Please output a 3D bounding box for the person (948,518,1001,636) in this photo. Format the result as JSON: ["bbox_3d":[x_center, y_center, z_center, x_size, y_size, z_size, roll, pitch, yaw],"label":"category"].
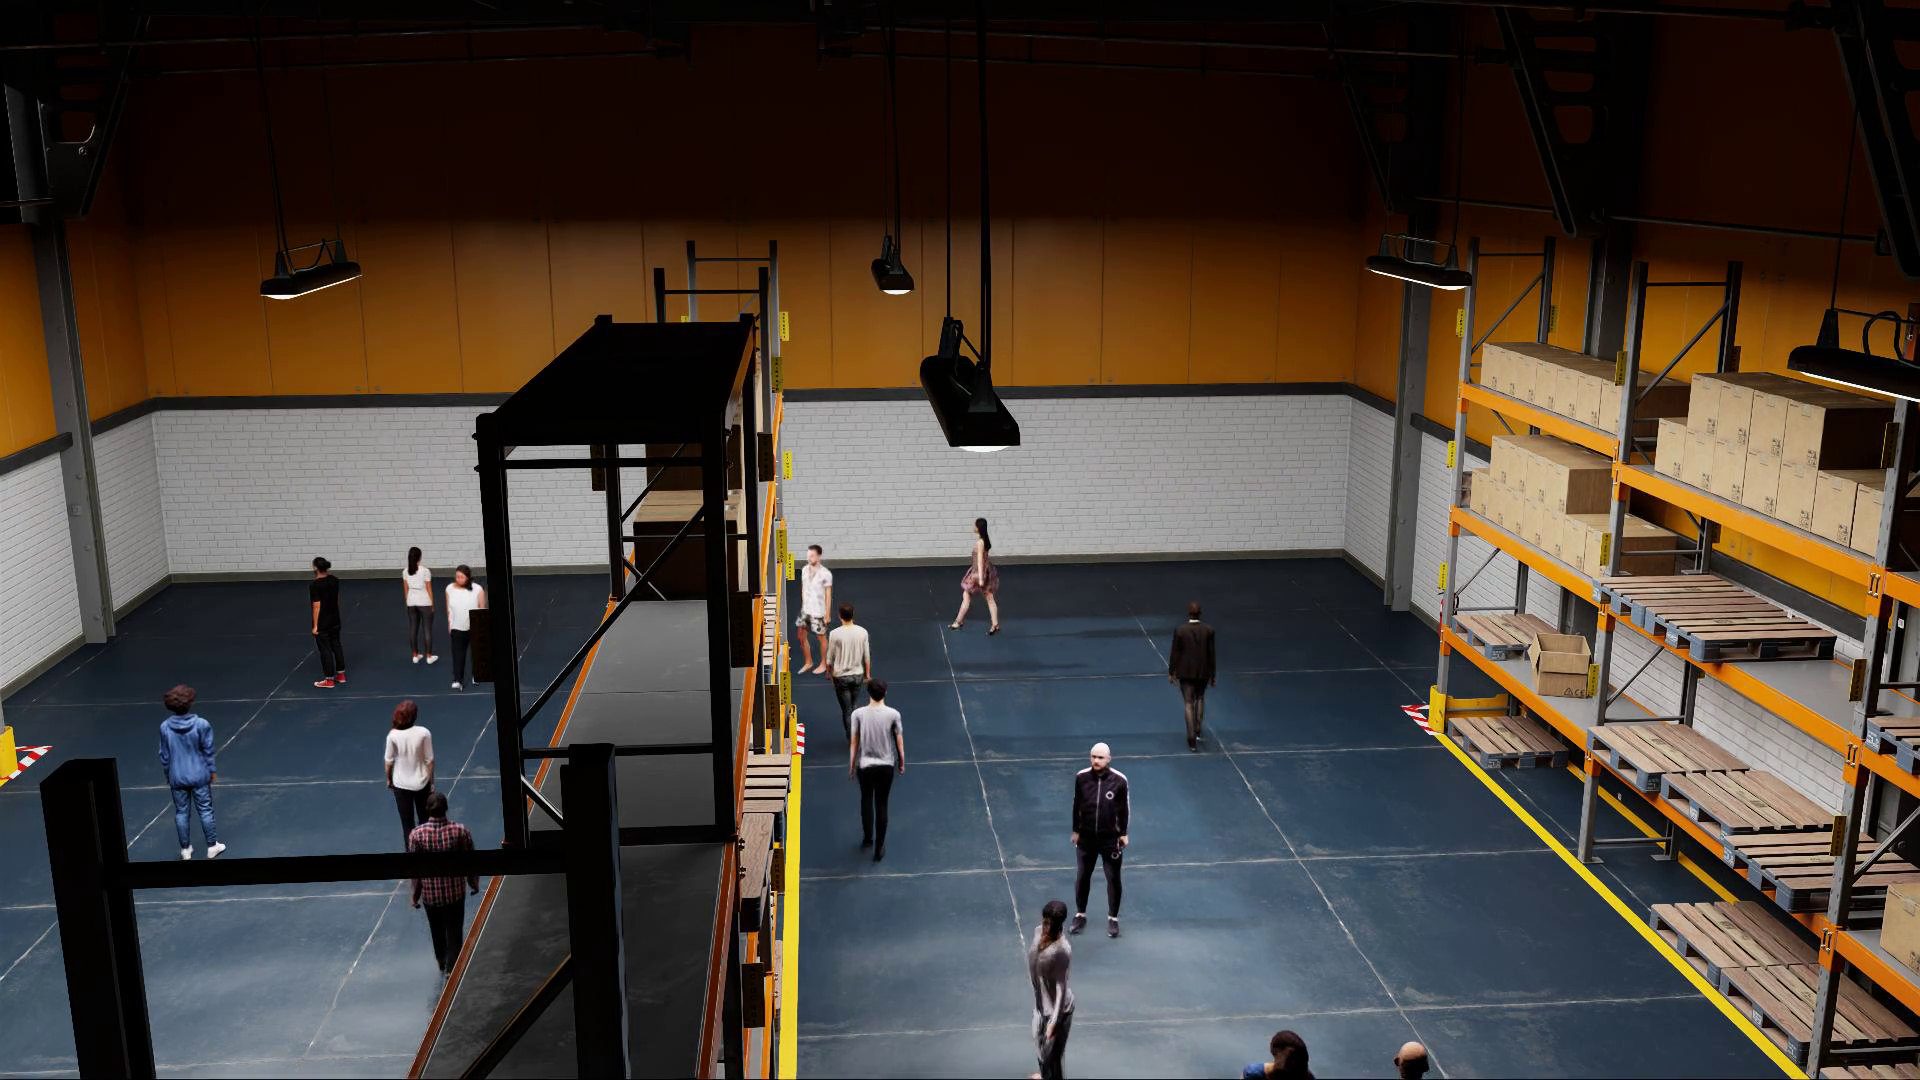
[{"bbox_3d":[0.405,0.567,24.198,0.950,1.737,1.064,4,14,18],"label":"person"}]

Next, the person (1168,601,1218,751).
[{"bbox_3d":[2.791,1.628,19.715,0.716,1.786,0.764,-1,14,-2],"label":"person"}]

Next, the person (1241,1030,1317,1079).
[{"bbox_3d":[1.948,3.863,10.504,0.688,1.776,0.805,0,14,0],"label":"person"}]

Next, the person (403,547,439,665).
[{"bbox_3d":[-7.481,0.897,23.036,0.614,1.643,0.600,2,14,9],"label":"person"}]

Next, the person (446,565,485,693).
[{"bbox_3d":[-6.512,1.135,22.032,0.657,1.652,1.021,-1,14,-5],"label":"person"}]

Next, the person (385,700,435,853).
[{"bbox_3d":[-5.370,2.487,16.279,0.809,1.734,1.181,-5,14,-18],"label":"person"}]

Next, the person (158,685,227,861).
[{"bbox_3d":[-7.755,2.336,16.740,0.680,1.810,0.565,-2,14,-9],"label":"person"}]

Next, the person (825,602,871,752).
[{"bbox_3d":[-1.287,1.646,19.639,0.776,1.787,0.862,-6,15,-23],"label":"person"}]

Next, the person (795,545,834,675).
[{"bbox_3d":[-1.903,0.924,22.588,0.839,1.802,0.883,9,16,33],"label":"person"}]

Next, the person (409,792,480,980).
[{"bbox_3d":[-4.383,3.002,14.118,0.783,1.749,1.142,-3,14,-10],"label":"person"}]

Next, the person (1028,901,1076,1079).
[{"bbox_3d":[0.693,3.430,12.364,0.910,1.742,0.699,-4,14,-15],"label":"person"}]

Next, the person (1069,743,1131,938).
[{"bbox_3d":[1.279,2.706,15.158,0.755,1.835,0.706,4,14,15],"label":"person"}]

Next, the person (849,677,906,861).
[{"bbox_3d":[-0.856,2.319,16.722,0.742,1.851,0.741,0,14,1],"label":"person"}]

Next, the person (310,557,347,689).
[{"bbox_3d":[-8.394,1.078,22.049,0.766,1.757,0.636,5,14,19],"label":"person"}]
